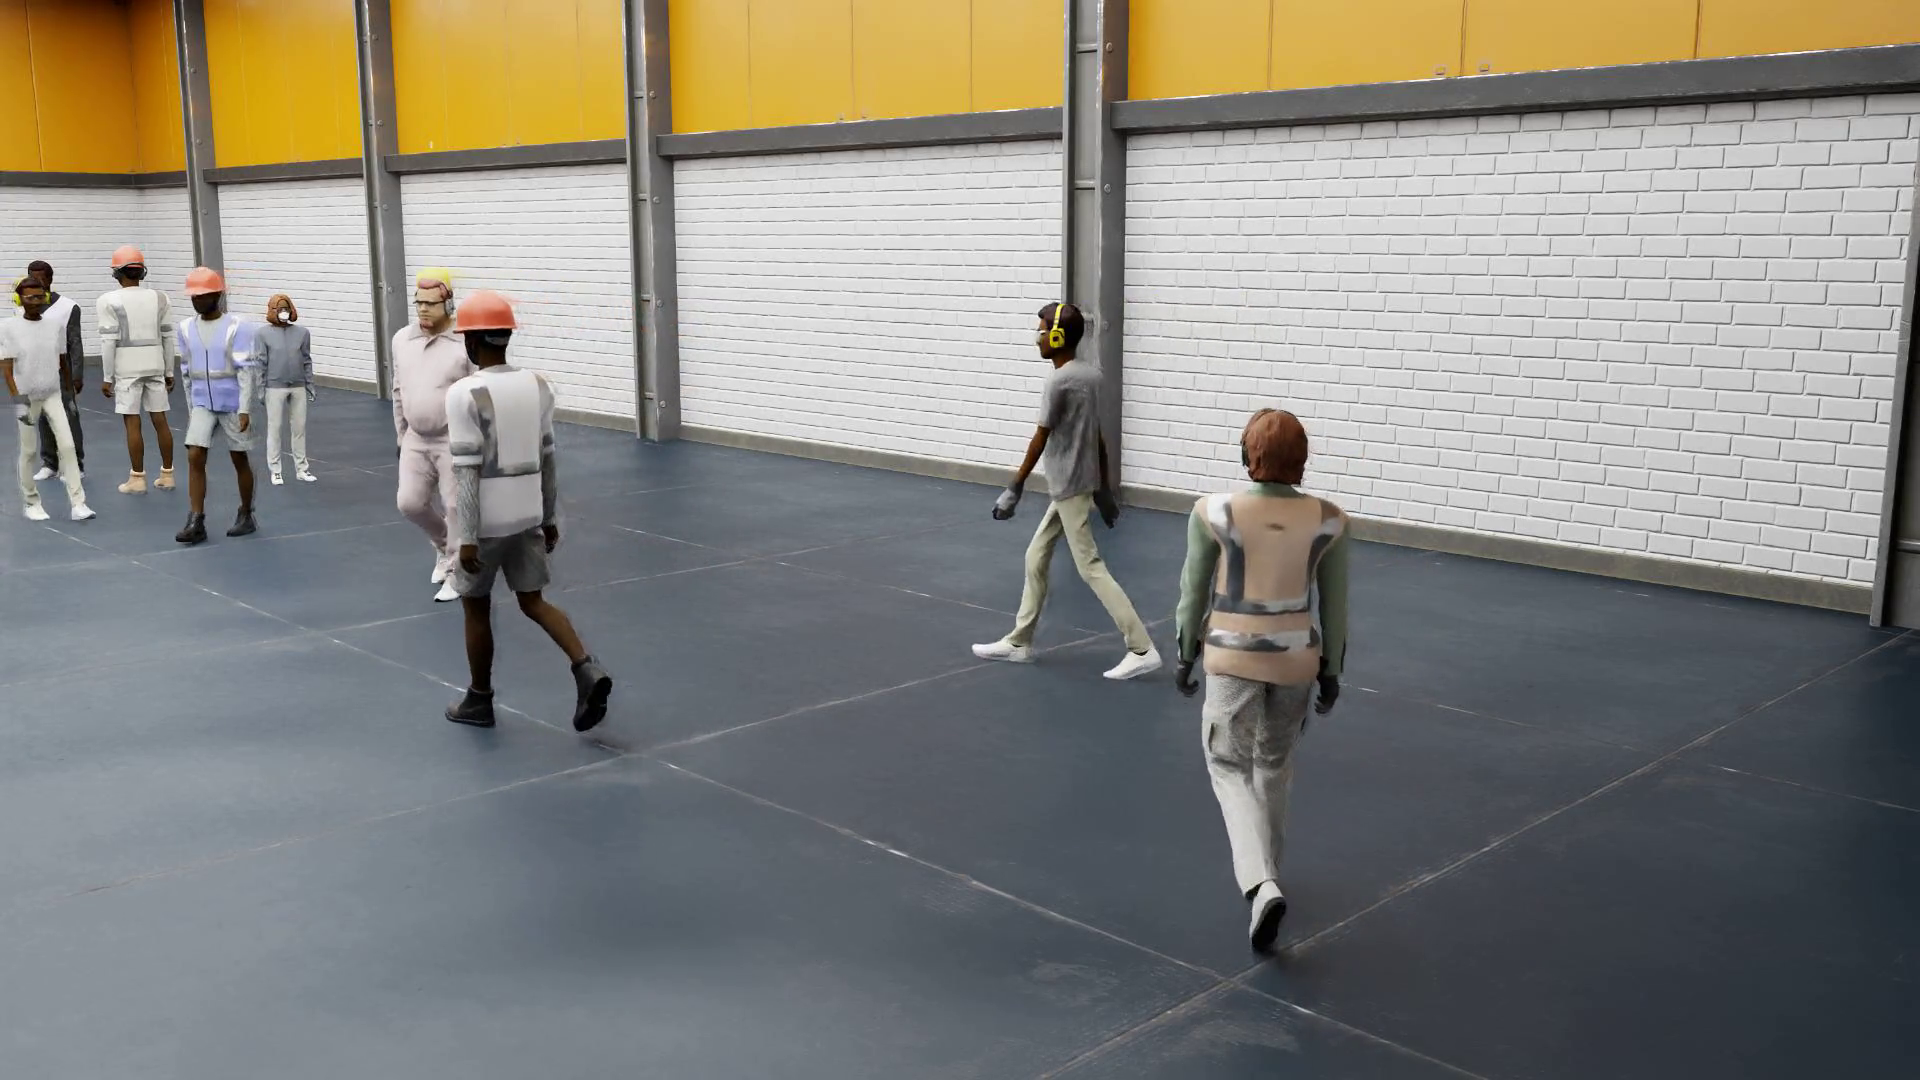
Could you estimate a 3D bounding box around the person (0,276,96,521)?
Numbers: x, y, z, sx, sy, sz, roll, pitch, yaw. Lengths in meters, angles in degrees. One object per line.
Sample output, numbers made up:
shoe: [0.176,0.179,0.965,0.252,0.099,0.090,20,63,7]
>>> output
person: [-6.738,-1.025,12.300,0.885,1.826,0.536,8,13,38]

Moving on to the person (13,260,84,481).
person: [-7.917,-1.468,14.501,0.596,1.917,0.409,1,10,6]

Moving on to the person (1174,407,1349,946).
person: [0.941,0.403,5.122,0.518,1.613,0.730,-2,10,-8]

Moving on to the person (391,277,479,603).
person: [-3.032,-0.586,9.726,0.658,1.890,0.458,3,11,14]

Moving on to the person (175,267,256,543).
person: [-5.202,-0.923,11.561,0.548,1.908,0.843,0,10,0]

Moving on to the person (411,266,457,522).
person: [-3.703,-1.015,12.054,0.457,1.910,0.588,3,11,18]

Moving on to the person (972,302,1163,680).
person: [0.556,-0.239,8.074,0.996,1.823,0.503,3,11,18]

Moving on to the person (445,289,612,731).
person: [-1.887,-0.099,7.057,0.829,1.914,0.553,7,12,33]

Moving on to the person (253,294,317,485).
person: [-5.804,-1.297,14.326,0.276,1.633,0.507,10,15,44]

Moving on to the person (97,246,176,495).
person: [-6.802,-1.396,13.751,0.373,2.043,0.614,7,13,34]
